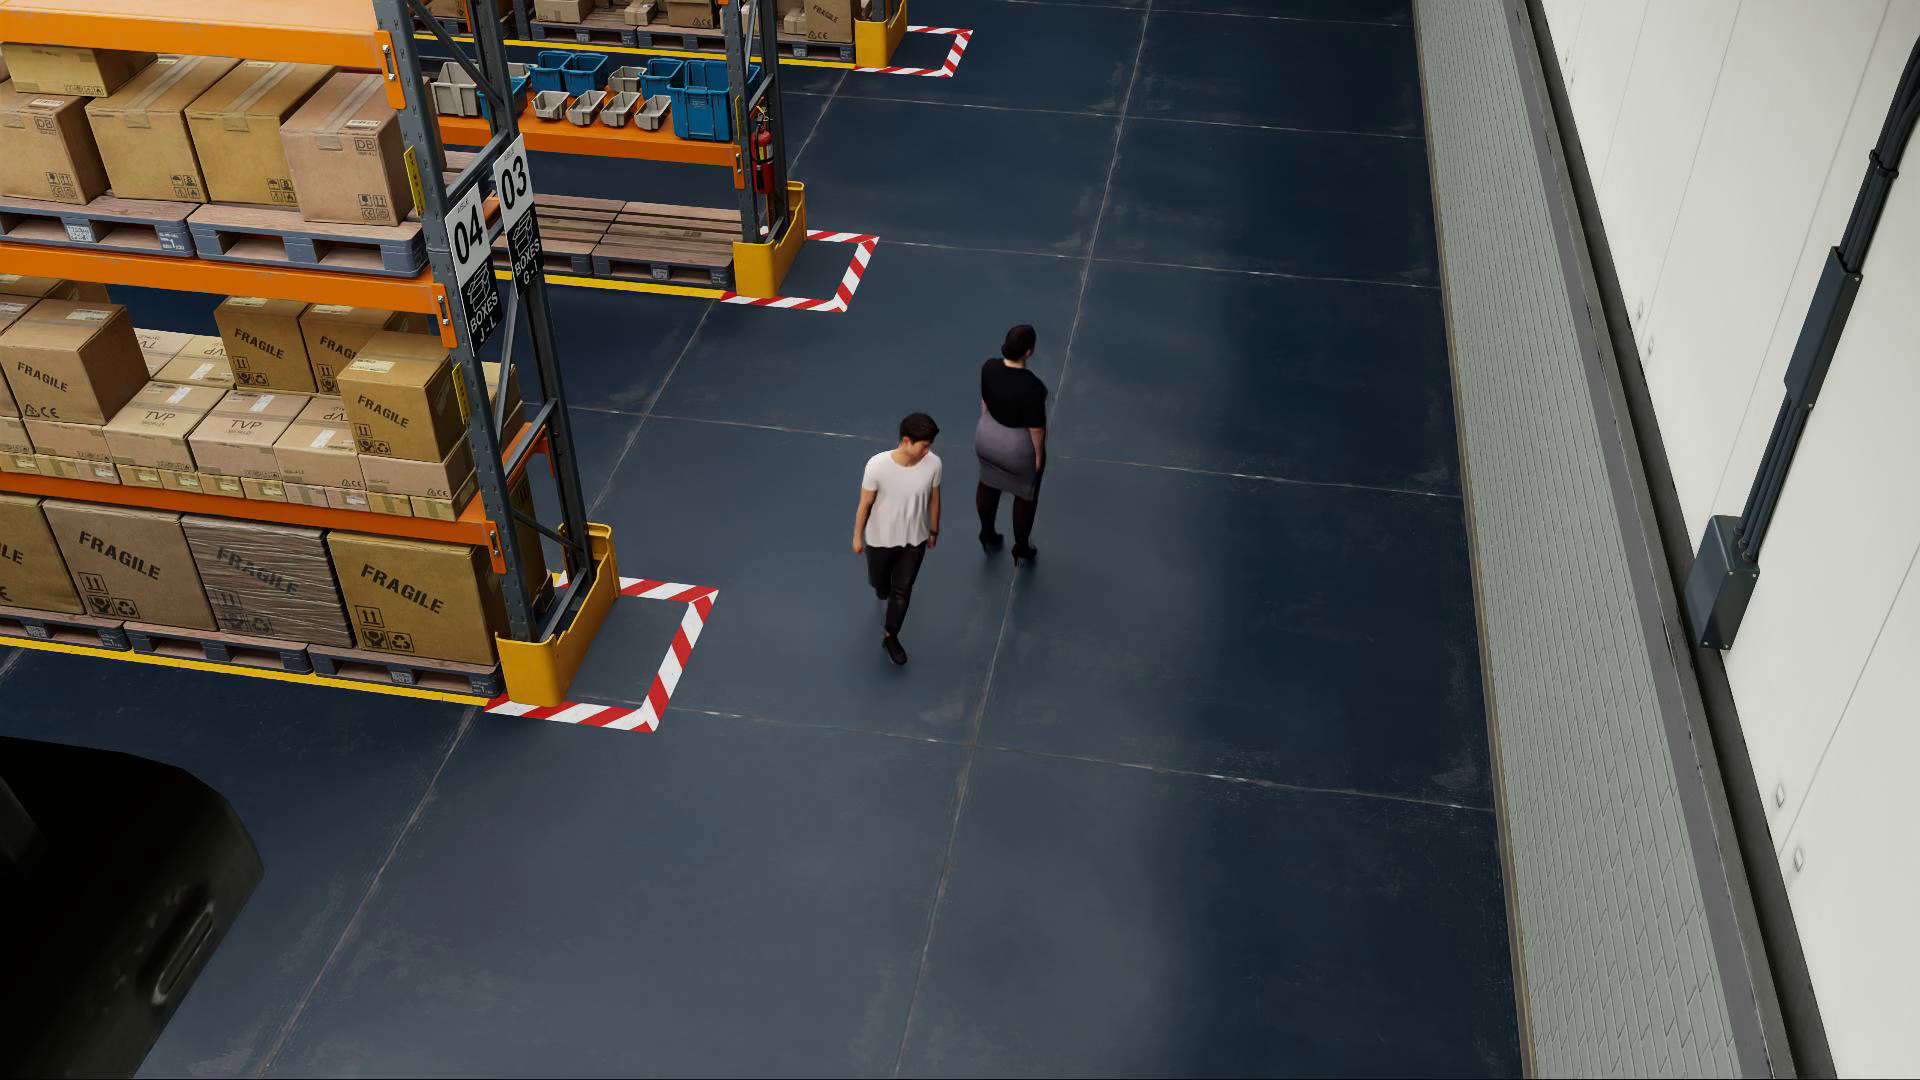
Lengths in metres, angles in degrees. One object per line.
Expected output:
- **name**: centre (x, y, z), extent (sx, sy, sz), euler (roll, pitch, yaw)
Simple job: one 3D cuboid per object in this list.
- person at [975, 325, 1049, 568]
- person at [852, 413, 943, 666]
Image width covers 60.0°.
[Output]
- **person**: centre (0.315, -0.574, 10.585), extent (0.749, 1.753, 0.850), euler (27, 46, 30)
- **person**: centre (-0.392, -0.082, 10.019), extent (1.017, 1.675, 0.958), euler (-3, 38, -4)
